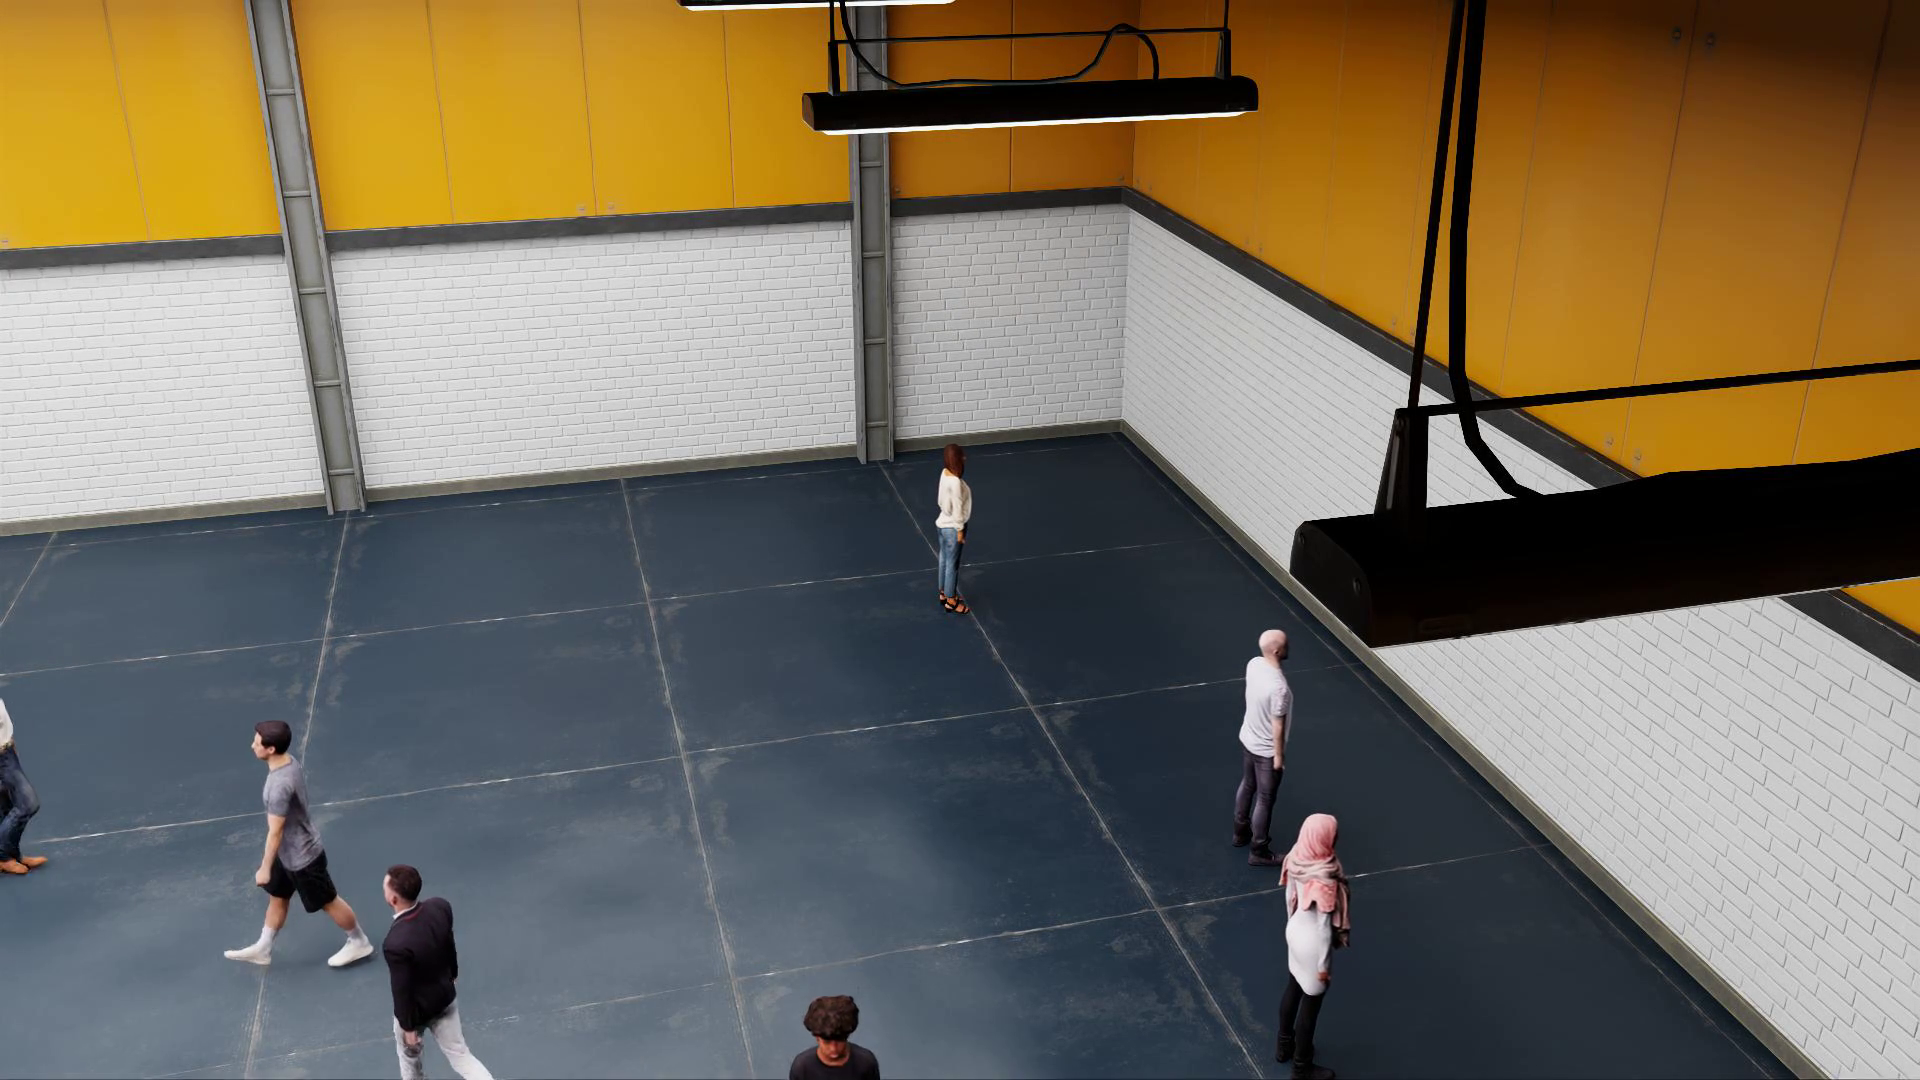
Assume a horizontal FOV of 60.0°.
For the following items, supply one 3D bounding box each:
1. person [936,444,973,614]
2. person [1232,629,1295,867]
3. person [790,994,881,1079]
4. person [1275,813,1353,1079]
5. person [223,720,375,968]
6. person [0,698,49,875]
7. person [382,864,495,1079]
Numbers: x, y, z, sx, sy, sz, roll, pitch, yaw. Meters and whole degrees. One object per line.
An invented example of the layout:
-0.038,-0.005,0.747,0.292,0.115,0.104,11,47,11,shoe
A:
-0.080,-0.129,15.865,0.534,1.682,0.606,-5,24,-12,person
2.191,1.471,12.019,0.573,1.831,0.645,-5,24,-12,person
-0.632,3.037,8.531,1.019,1.757,0.720,-5,24,-11,person
2.085,2.411,9.904,0.569,1.803,0.615,-5,24,-12,person
-4.188,2.006,10.791,1.164,1.836,0.735,-9,25,-19,person
-6.934,1.583,11.752,0.734,1.841,0.738,-10,26,-22,person
-2.914,2.644,9.353,1.230,1.817,1.148,12,26,26,person
